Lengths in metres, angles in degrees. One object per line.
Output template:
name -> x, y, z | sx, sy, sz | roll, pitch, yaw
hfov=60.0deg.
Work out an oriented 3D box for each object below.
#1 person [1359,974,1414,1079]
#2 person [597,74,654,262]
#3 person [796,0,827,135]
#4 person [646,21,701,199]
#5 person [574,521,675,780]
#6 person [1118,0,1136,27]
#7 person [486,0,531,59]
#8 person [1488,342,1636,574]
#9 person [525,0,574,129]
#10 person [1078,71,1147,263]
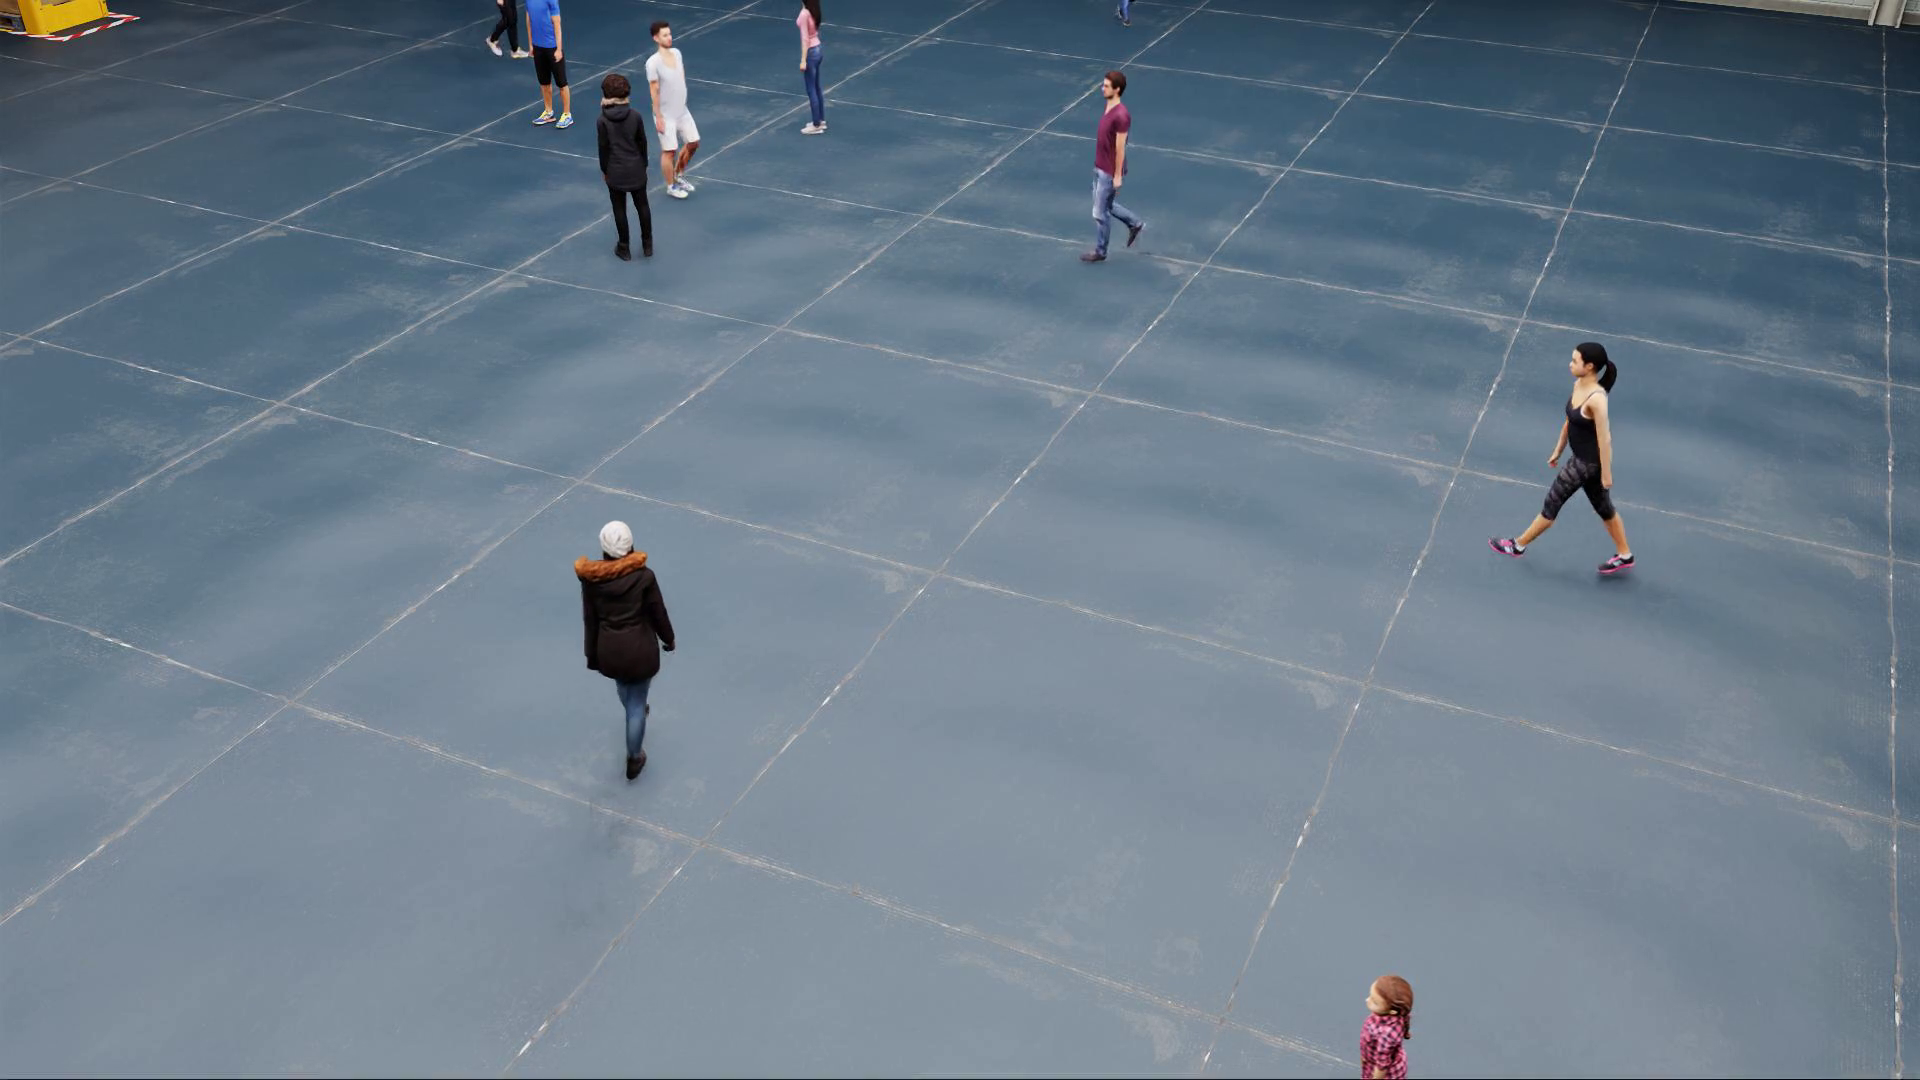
person -> 1.863, 2.294, 7.297 | 0.475, 1.020, 0.453 | 9, 33, 14
person -> -3.188, -3.545, 15.841 | 0.722, 1.778, 0.776 | -12, 34, -19
person -> -1.709, -5.544, 19.045 | 0.548, 1.742, 0.614 | 8, 33, 12
person -> -3.067, -4.461, 17.233 | 0.682, 1.843, 0.748 | 19, 37, 28
person -> -1.888, 0.654, 9.344 | 0.913, 1.609, 0.881 | 2, 32, 3
person -> 2.319, -7.759, 23.158 | 0.678, 1.100, 0.760 | -13, 35, -20
person -> -5.967, -7.097, 21.496 | 0.881, 1.754, 0.783 | 5, 33, 7
person -> 4.284, -0.478, 11.098 | 1.262, 1.653, 0.824 | 2, 32, 3
person -> -4.760, -5.728, 19.219 | 0.516, 1.868, 0.674 | 16, 36, 24
person -> 1.492, -3.524, 15.754 | 1.065, 1.837, 0.968 | -7, 33, -11
